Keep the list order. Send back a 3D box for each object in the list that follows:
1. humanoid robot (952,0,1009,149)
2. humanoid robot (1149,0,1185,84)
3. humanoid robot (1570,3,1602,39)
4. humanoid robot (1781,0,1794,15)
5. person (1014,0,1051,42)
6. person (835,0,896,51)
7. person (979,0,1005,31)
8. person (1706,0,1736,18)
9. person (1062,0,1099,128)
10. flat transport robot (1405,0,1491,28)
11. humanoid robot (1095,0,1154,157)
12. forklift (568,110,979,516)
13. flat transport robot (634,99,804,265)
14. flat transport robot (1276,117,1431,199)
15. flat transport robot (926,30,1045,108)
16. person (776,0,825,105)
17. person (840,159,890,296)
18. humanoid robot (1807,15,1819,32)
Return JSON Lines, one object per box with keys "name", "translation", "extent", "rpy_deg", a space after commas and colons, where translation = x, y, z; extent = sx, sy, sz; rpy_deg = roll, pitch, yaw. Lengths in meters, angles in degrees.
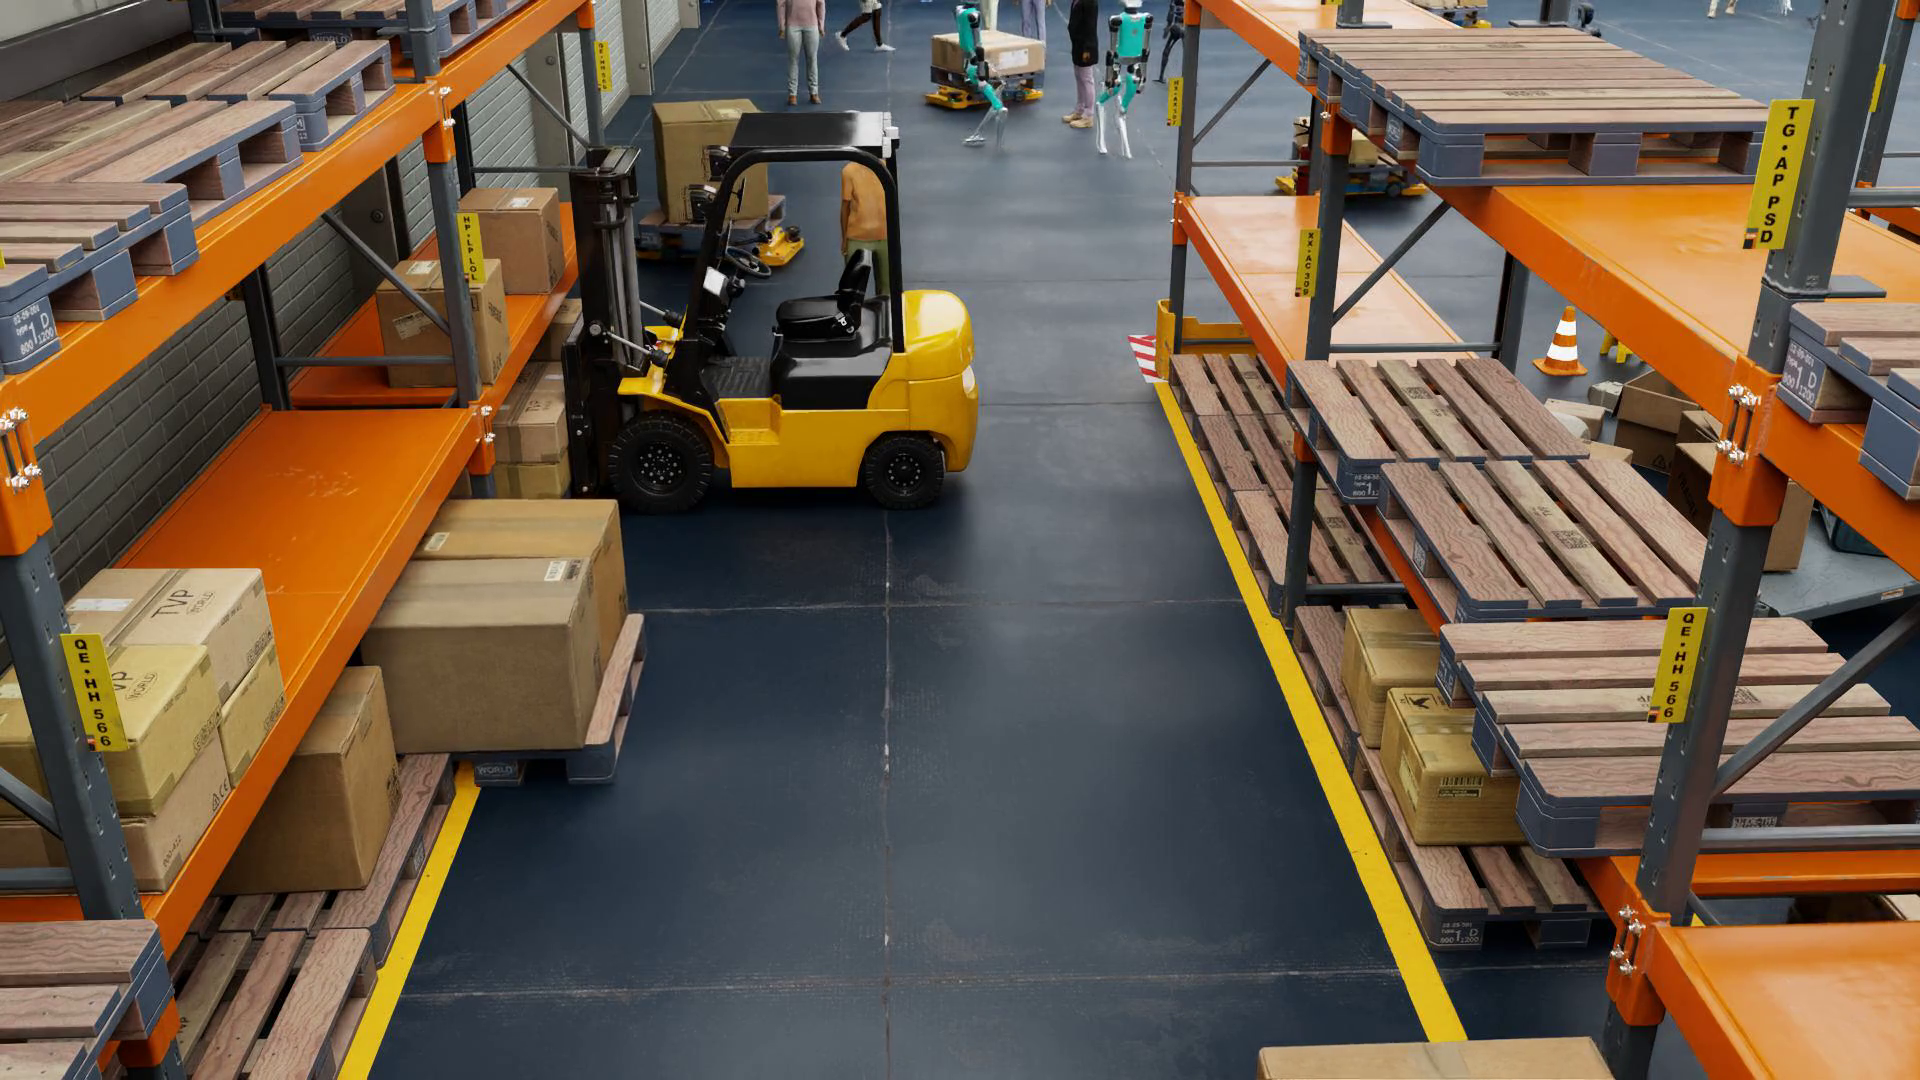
{"name": "humanoid robot", "translation": [0.303, -5.256, 18.807], "extent": [0.782, 1.839, 0.552], "rpy_deg": [-11, 27, -21]}
{"name": "humanoid robot", "translation": [2.959, -7.019, 22.538], "extent": [0.627, 1.637, 0.585], "rpy_deg": [16, 30, 31]}
{"name": "humanoid robot", "translation": [6.835, -5.094, 18.453], "extent": [0.609, 1.636, 0.614], "rpy_deg": [-8, 26, -16]}
{"name": "humanoid robot", "translation": [14.458, -9.926, 28.722], "extent": [0.530, 1.865, 0.771], "rpy_deg": [-8, 26, -16]}
{"name": "person", "translation": [1.081, -7.948, 24.288], "extent": [0.568, 1.843, 0.373], "rpy_deg": [11, 28, 22]}
{"name": "person", "translation": [-1.438, -8.270, 24.949], "extent": [0.827, 1.868, 0.590], "rpy_deg": [1, 25, 3]}
{"name": "person", "translation": [0.426, -8.414, 25.439], "extent": [0.563, 1.700, 0.914], "rpy_deg": [6, 26, 12]}
{"name": "person", "translation": [13.203, -9.919, 28.465], "extent": [0.515, 1.855, 0.980], "rpy_deg": [18, 31, 34]}
{"name": "person", "translation": [1.484, -5.910, 19.962], "extent": [0.412, 1.856, 0.533], "rpy_deg": [-5, 26, -10]}
{"name": "flat transport robot", "translation": [7.934, -8.538, 27.385], "extent": [1.431, 0.231, 0.659], "rpy_deg": [-7, 26, -14]}
{"name": "humanoid robot", "translation": [1.731, -5.111, 18.450], "extent": [0.530, 1.820, 0.757], "rpy_deg": [-12, 28, -25]}
{"name": "forklift", "translation": [-1.043, -1.379, 9.976], "extent": [2.313, 2.155, 1.214], "rpy_deg": [-1, 25, -2]}
{"name": "flat transport robot", "translation": [-2.185, -2.671, 14.960], "extent": [1.431, 0.231, 0.659], "rpy_deg": [4, 26, 9]}
{"name": "flat transport robot", "translation": [4.046, -3.688, 17.113], "extent": [1.431, 0.231, 0.659], "rpy_deg": [-4, 26, -8]}
{"name": "flat transport robot", "translation": [0.323, -5.818, 21.625], "extent": [1.431, 0.231, 0.659], "rpy_deg": [-16, 30, -30]}
{"name": "person", "translation": [-2.017, -6.553, 21.229], "extent": [0.629, 1.939, 0.373], "rpy_deg": [-5, 26, -11]}
{"name": "person", "translation": [-0.663, -2.215, 12.296], "extent": [0.448, 1.718, 0.357], "rpy_deg": [-5, 26, -11]}
{"name": "humanoid robot", "translation": [14.016, -9.019, 26.758], "extent": [0.431, 1.648, 0.601], "rpy_deg": [14, 29, 27]}
